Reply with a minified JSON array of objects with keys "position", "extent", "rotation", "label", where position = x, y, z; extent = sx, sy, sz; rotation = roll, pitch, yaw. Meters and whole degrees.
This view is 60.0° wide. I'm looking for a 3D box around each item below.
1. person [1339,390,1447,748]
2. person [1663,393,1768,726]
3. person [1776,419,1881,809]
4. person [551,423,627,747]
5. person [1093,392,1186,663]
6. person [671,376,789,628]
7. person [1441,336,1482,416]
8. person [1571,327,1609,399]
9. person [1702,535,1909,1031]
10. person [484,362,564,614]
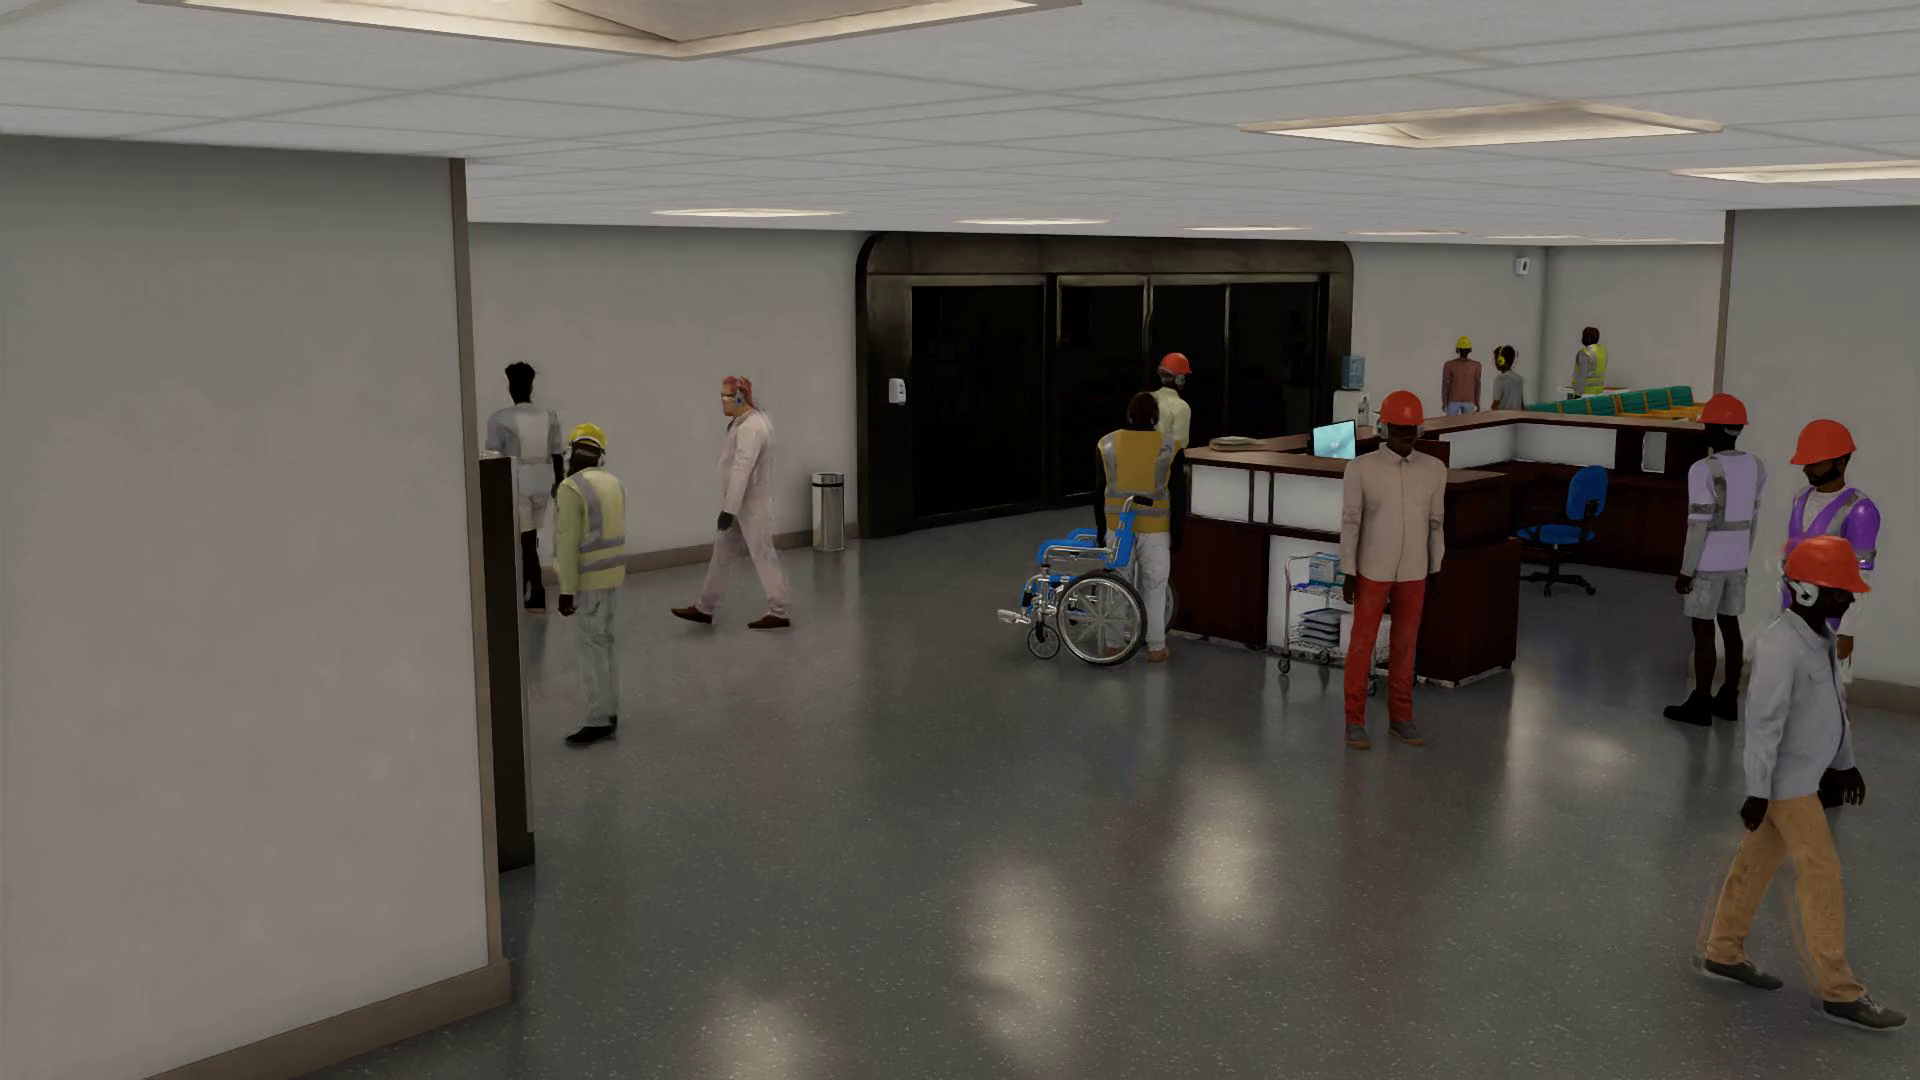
[{"position":[2.408,0.165,9.233],"extent":[0.612,1.994,0.394],"rotation":[-2,9,-10],"label":"person"},{"position":[4.400,0.117,9.705],"extent":[0.544,1.939,0.354],"rotation":[-5,10,-26],"label":"person"},{"position":[4.221,0.365,8.213],"extent":[0.369,1.929,0.542],"rotation":[-2,9,-11],"label":"person"},{"position":[-2.112,0.244,9.419],"extent":[0.408,1.787,0.689],"rotation":[3,10,16],"label":"person"},{"position":[1.214,-0.082,11.262],"extent":[0.633,1.835,0.429],"rotation":[2,10,14],"label":"person"},{"position":[-1.700,-0.256,12.215],"extent":[0.926,1.870,0.647],"rotation":[-3,10,-15],"label":"person"},{"position":[6.712,-1.845,22.268],"extent":[0.530,1.768,0.312],"rotation":[0,9,0],"label":"person"},{"position":[8.890,-2.096,23.574],"extent":[0.625,1.844,0.429],"rotation":[-8,12,-41],"label":"person"},{"position":[3.087,0.841,5.920],"extent":[0.807,1.717,0.574],"rotation":[7,11,36],"label":"person"},{"position":[-3.459,-0.416,12.972],"extent":[0.859,1.930,0.614],"rotation":[9,13,43],"label":"person"}]
